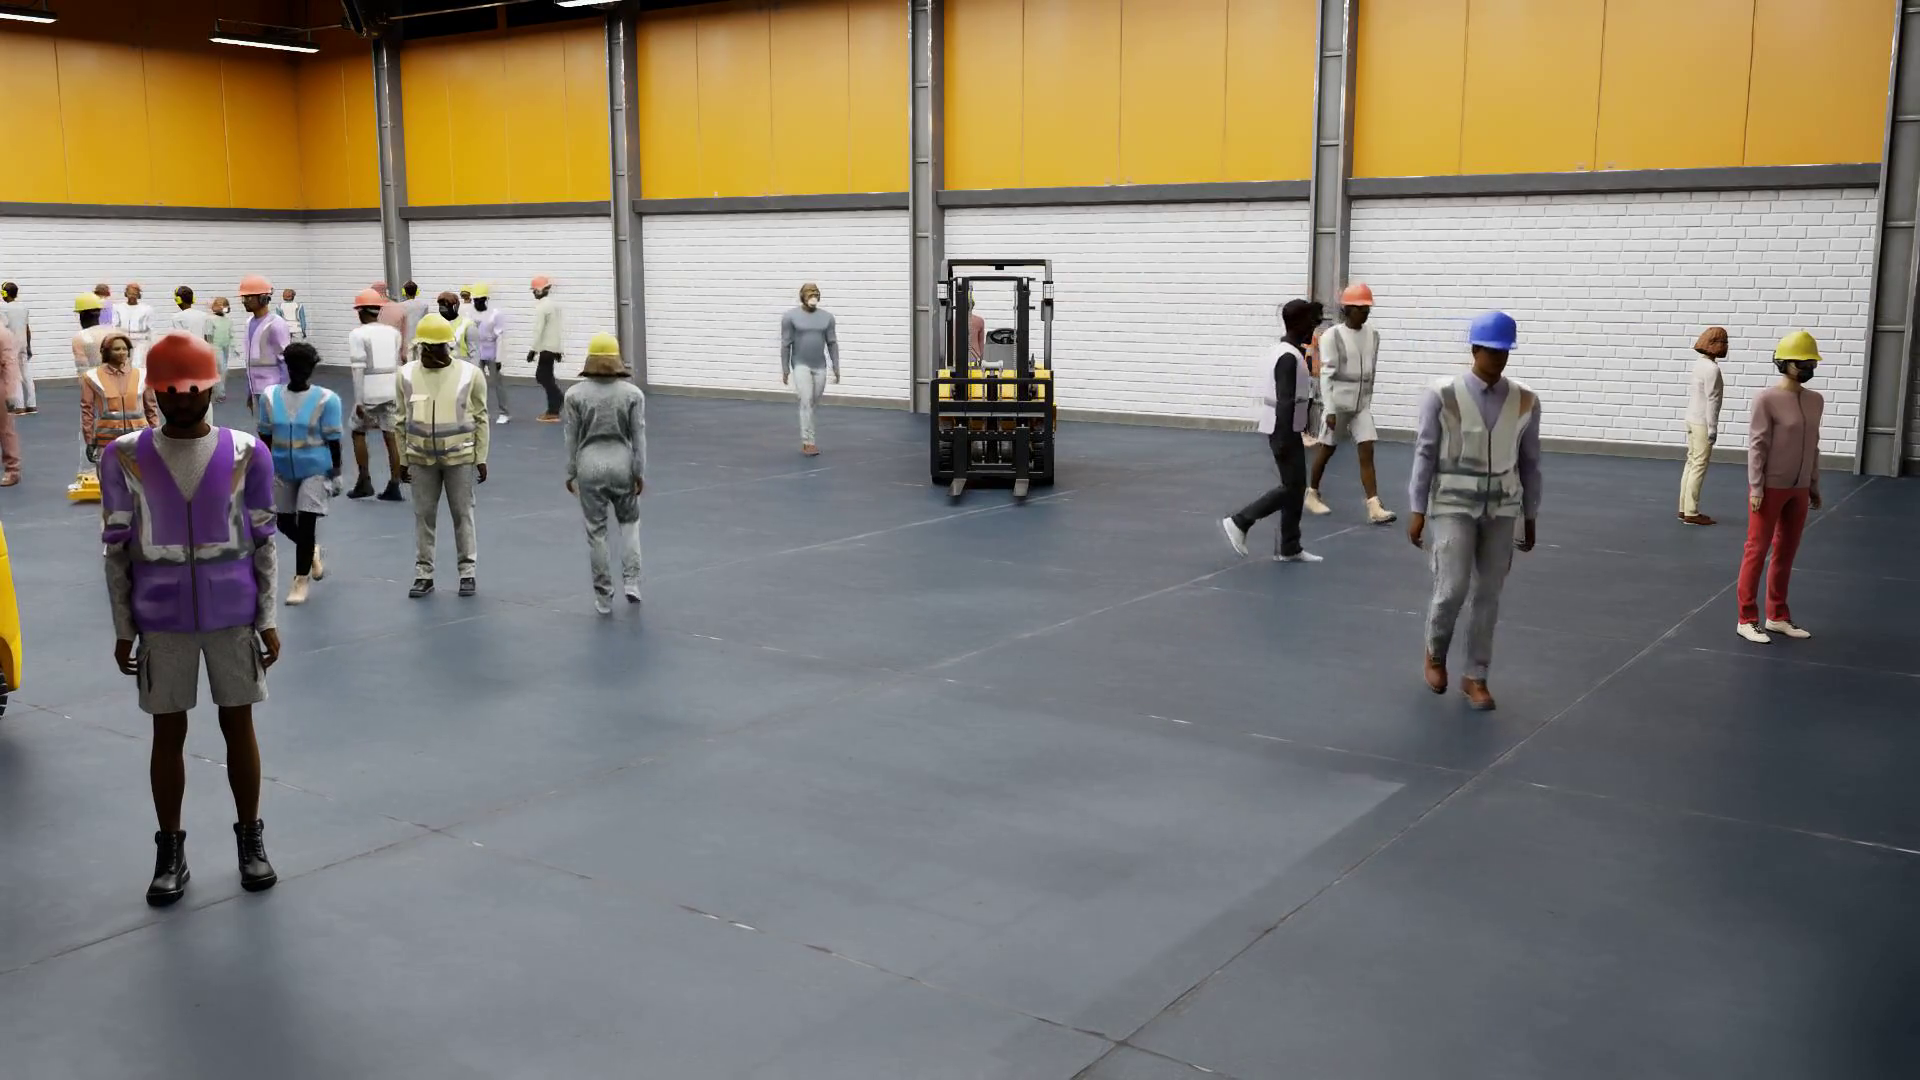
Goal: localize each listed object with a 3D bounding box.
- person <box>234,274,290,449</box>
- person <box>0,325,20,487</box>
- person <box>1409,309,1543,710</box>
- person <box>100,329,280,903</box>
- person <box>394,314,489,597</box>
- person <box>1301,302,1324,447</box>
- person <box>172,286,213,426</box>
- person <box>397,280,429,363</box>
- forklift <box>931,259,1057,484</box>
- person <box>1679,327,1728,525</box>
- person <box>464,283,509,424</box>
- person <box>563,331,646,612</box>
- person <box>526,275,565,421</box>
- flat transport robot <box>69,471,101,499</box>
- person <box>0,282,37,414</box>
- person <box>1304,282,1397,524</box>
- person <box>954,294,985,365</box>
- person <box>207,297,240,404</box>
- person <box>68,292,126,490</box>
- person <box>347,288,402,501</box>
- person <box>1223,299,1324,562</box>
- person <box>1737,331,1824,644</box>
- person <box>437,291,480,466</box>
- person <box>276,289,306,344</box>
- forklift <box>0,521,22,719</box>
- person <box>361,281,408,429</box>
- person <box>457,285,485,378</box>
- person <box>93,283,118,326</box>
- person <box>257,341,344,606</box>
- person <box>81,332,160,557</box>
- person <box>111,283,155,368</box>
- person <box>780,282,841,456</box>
[{"bbox_3d":[-6.238,-1.352,14.911,0.615,2.041,0.391,8,12,38],"label":"person"},{"bbox_3d":[-9.193,-1.379,15.624,0.662,1.852,1.037,-1,10,-6],"label":"person"},{"bbox_3d":[2.494,-0.142,8.021,0.635,1.934,0.427,-1,10,-5],"label":"person"},{"bbox_3d":[-2.589,0.257,5.648,0.544,1.935,0.361,-4,10,-24],"label":"person"},{"bbox_3d":[-3.335,-0.538,10.713,0.591,1.824,0.404,-1,10,-5],"label":"person"},{"bbox_3d":[4.087,-1.934,19.431,0.321,1.689,0.530,2,10,15],"label":"person"},{"bbox_3d":[-9.270,-2.122,20.032,0.328,1.865,0.520,4,10,22],"label":"person"},{"bbox_3d":[-8.175,-2.937,24.894,0.510,1.862,0.328,-5,11,-29],"label":"person"},{"bbox_3d":[0.370,-1.738,16.759,1.214,2.155,2.313,1,10,3],"label":"forklift"},{"bbox_3d":[6.124,-0.937,13.683,0.279,1.624,0.494,1,10,9],"label":"person"},{"bbox_3d":[-6.247,-2.425,21.835,0.595,1.865,1.018,2,10,14],"label":"person"},{"bbox_3d":[-2.194,-0.418,10.286,0.493,1.732,0.423,-3,10,-16],"label":"person"},{"bbox_3d":[-5.585,-2.567,22.362,0.444,1.972,0.612,0,10,0],"label":"person"},{"bbox_3d":[-7.770,-0.575,15.550,0.652,0.197,1.431,-2,10,-12],"label":"flat transport robot"},{"bbox_3d":[-13.318,-2.698,23.443,0.311,1.869,0.532,2,10,14],"label":"person"},{"bbox_3d":[3.239,-1.142,13.845,0.632,1.986,1.070,-4,10,-24],"label":"person"},{"bbox_3d":[0.091,-2.362,21.754,0.529,1.765,0.327,-7,12,-36],"label":"person"},{"bbox_3d":[-11.132,-2.861,25.156,0.564,1.609,0.494,3,10,16],"label":"person"},{"bbox_3d":[-7.956,-1.370,15.534,0.978,1.887,0.601,4,10,22],"label":"person"},{"bbox_3d":[-5.287,-1.303,15.007,0.636,1.909,0.548,7,12,37],"label":"person"},{"bbox_3d":[2.268,-0.763,11.846,0.616,1.904,0.598,2,10,11],"label":"person"},{"bbox_3d":[4.690,-0.298,9.455,0.522,1.768,0.312,-4,10,-23],"label":"person"},{"bbox_3d":[-5.329,-1.672,17.411,0.626,1.846,0.429,3,10,17],"label":"person"},{"bbox_3d":[-12.507,-3.874,31.134,0.512,1.638,0.312,-2,10,-12],"label":"person"},{"bbox_3d":[-5.296,-0.090,6.943,1.214,2.155,2.313,7,12,35],"label":"forklift"},{"bbox_3d":[-7.450,-2.387,21.485,0.403,1.904,0.651,9,13,42],"label":"person"},{"bbox_3d":[-8.138,-3.342,27.600,0.523,1.763,0.329,-3,10,-18],"label":"person"},{"bbox_3d":[-13.674,-3.202,26.622,0.570,1.816,0.854,-2,10,-14],"label":"person"},{"bbox_3d":[-4.182,-0.446,10.624,0.560,1.662,0.600,0,10,1],"label":"person"},{"bbox_3d":[-6.164,-0.703,12.243,0.523,1.639,0.306,-7,12,-36],"label":"person"},{"bbox_3d":[-12.321,-2.919,24.858,0.584,1.846,0.949,-1,10,-6],"label":"person"},{"bbox_3d":[-1.605,-1.877,18.405,0.653,1.913,0.810,-5,11,-28],"label":"person"}]
